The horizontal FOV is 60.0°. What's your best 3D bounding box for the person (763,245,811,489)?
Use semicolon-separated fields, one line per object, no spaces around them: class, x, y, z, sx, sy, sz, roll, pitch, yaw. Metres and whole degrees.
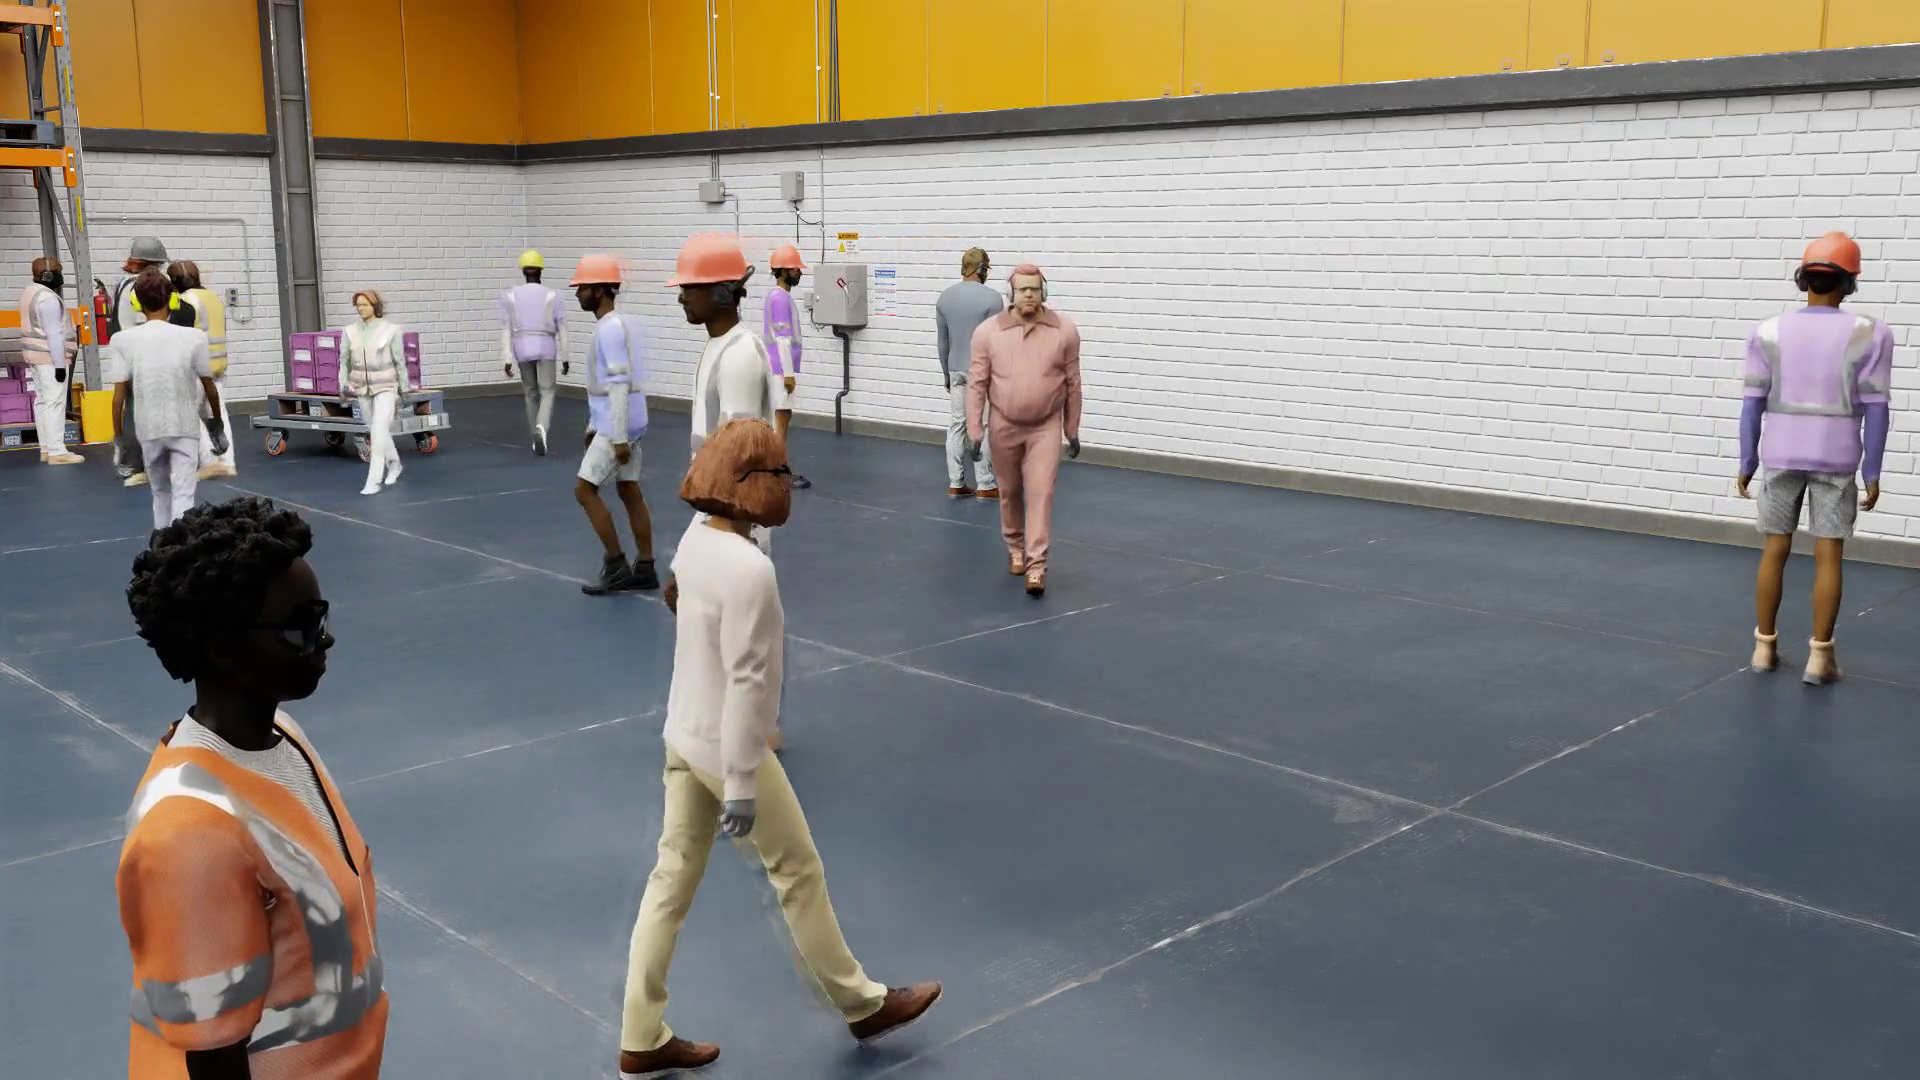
person;-1.399;-1.385;13.373;0.371;1.939;0.543;-2;11;-11

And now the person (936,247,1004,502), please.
person;0.104;-1.257;12.693;0.628;1.935;0.373;8;13;38

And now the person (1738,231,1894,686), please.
person;3.878;-0.370;7.579;0.610;2.049;0.382;8;13;37

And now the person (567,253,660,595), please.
person;-1.980;-0.637;9.360;0.578;1.919;0.555;-1;10;-3

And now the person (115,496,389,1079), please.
person;-0.916;0.784;2.208;0.319;1.697;0.532;-3;11;-15

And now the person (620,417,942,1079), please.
person;-0.466;0.500;4.019;0.836;1.585;0.517;-6;12;-29

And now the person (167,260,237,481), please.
person;-6.308;-1.401;13.793;0.431;1.828;0.646;0;10;3

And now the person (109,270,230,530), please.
person;-4.349;-0.561;9.189;0.496;1.820;0.953;-2;11;-12

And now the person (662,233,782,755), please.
person;-0.939;-0.134;6.311;0.559;2.024;0.647;-3;11;-17

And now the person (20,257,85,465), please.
person;-8.058;-1.584;14.764;0.431;1.836;0.617;-10;14;-44

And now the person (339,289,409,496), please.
person;-4.645;-1.196;13.257;0.527;1.604;0.847;2;11;9

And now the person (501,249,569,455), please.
person;-3.928;-1.730;15.376;0.596;1.904;0.812;-1;10;-4

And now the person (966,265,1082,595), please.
person;0.369;-0.650;9.606;0.660;1.860;1.018;1;10;3

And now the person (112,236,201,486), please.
person;-6.541;-1.447;13.437;0.555;2.000;0.697;-8;13;-38
